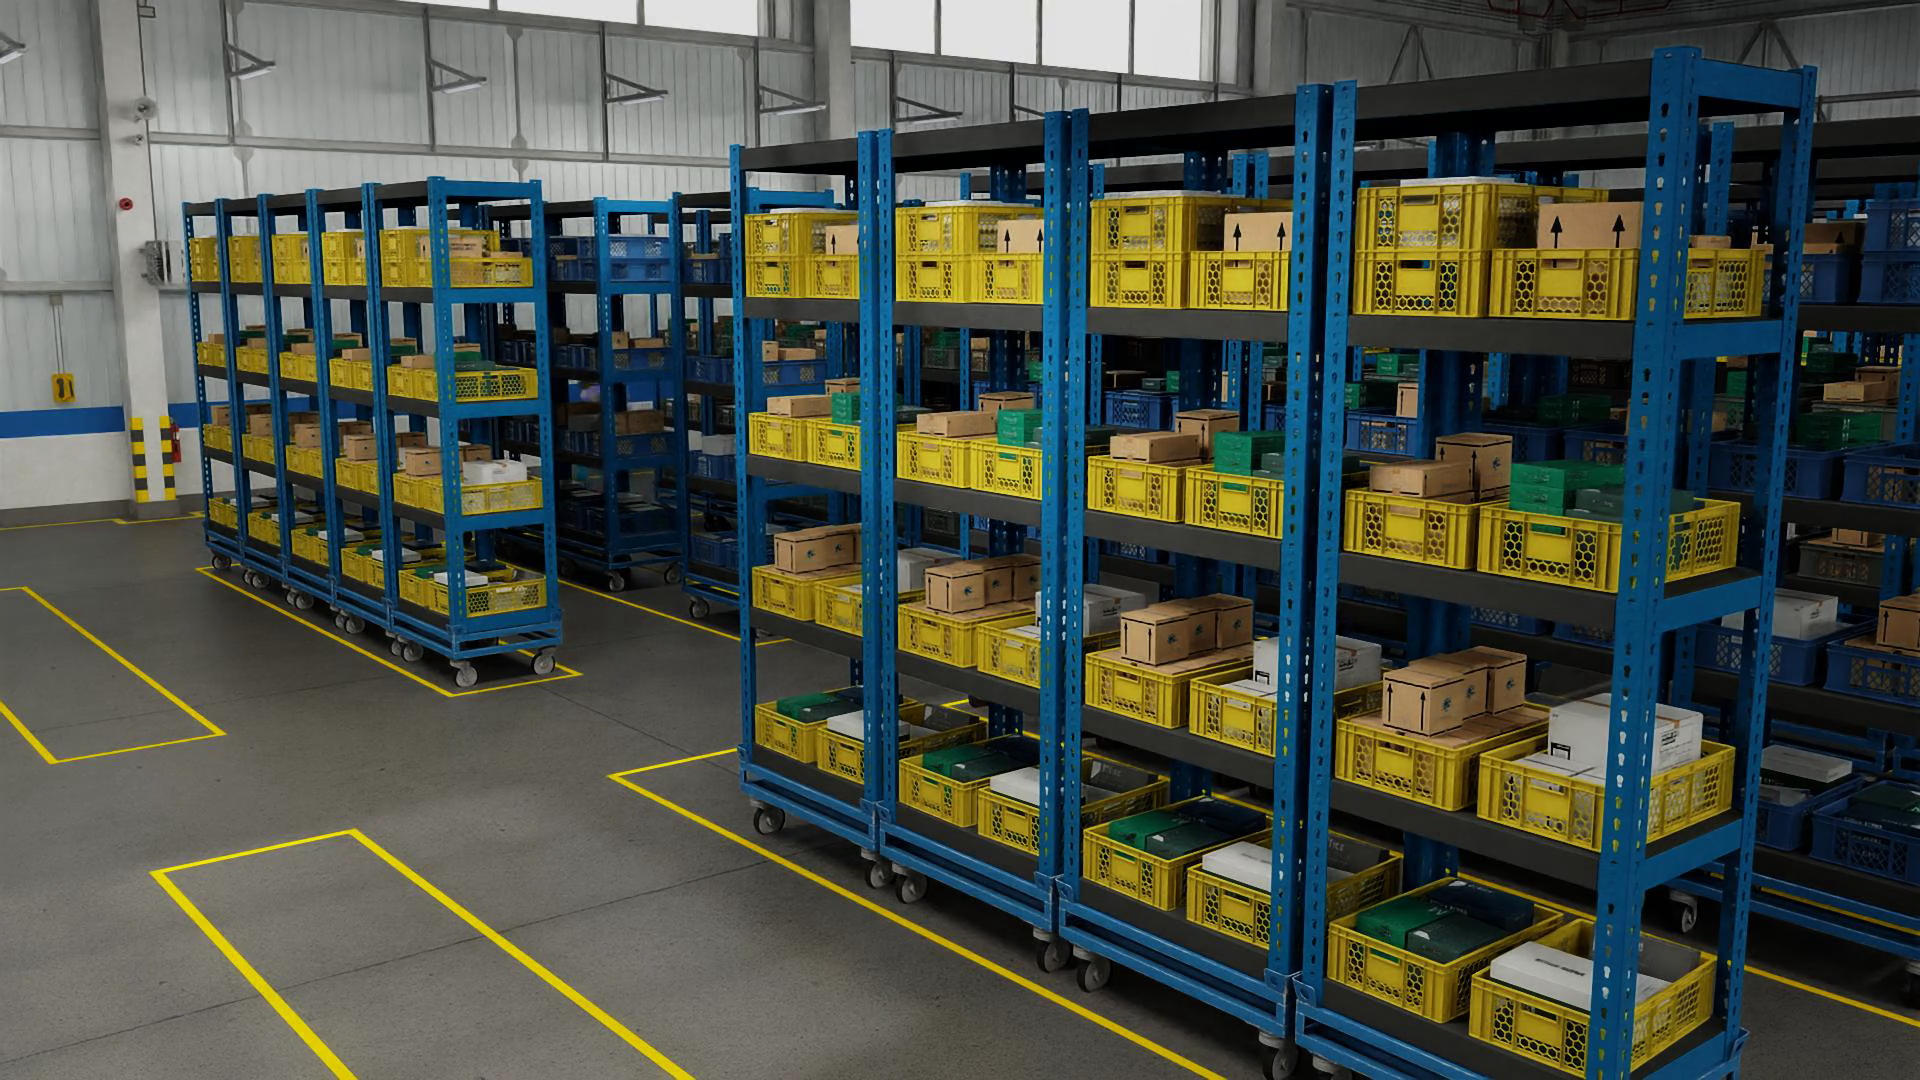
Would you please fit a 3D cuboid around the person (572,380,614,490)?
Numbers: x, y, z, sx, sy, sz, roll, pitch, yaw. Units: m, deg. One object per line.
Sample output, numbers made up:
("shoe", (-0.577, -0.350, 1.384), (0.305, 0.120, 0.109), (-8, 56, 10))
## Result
("person", (-4.589, -1.286, 20.588), (0.993, 1.796, 0.588), (-4, 10, -23))
